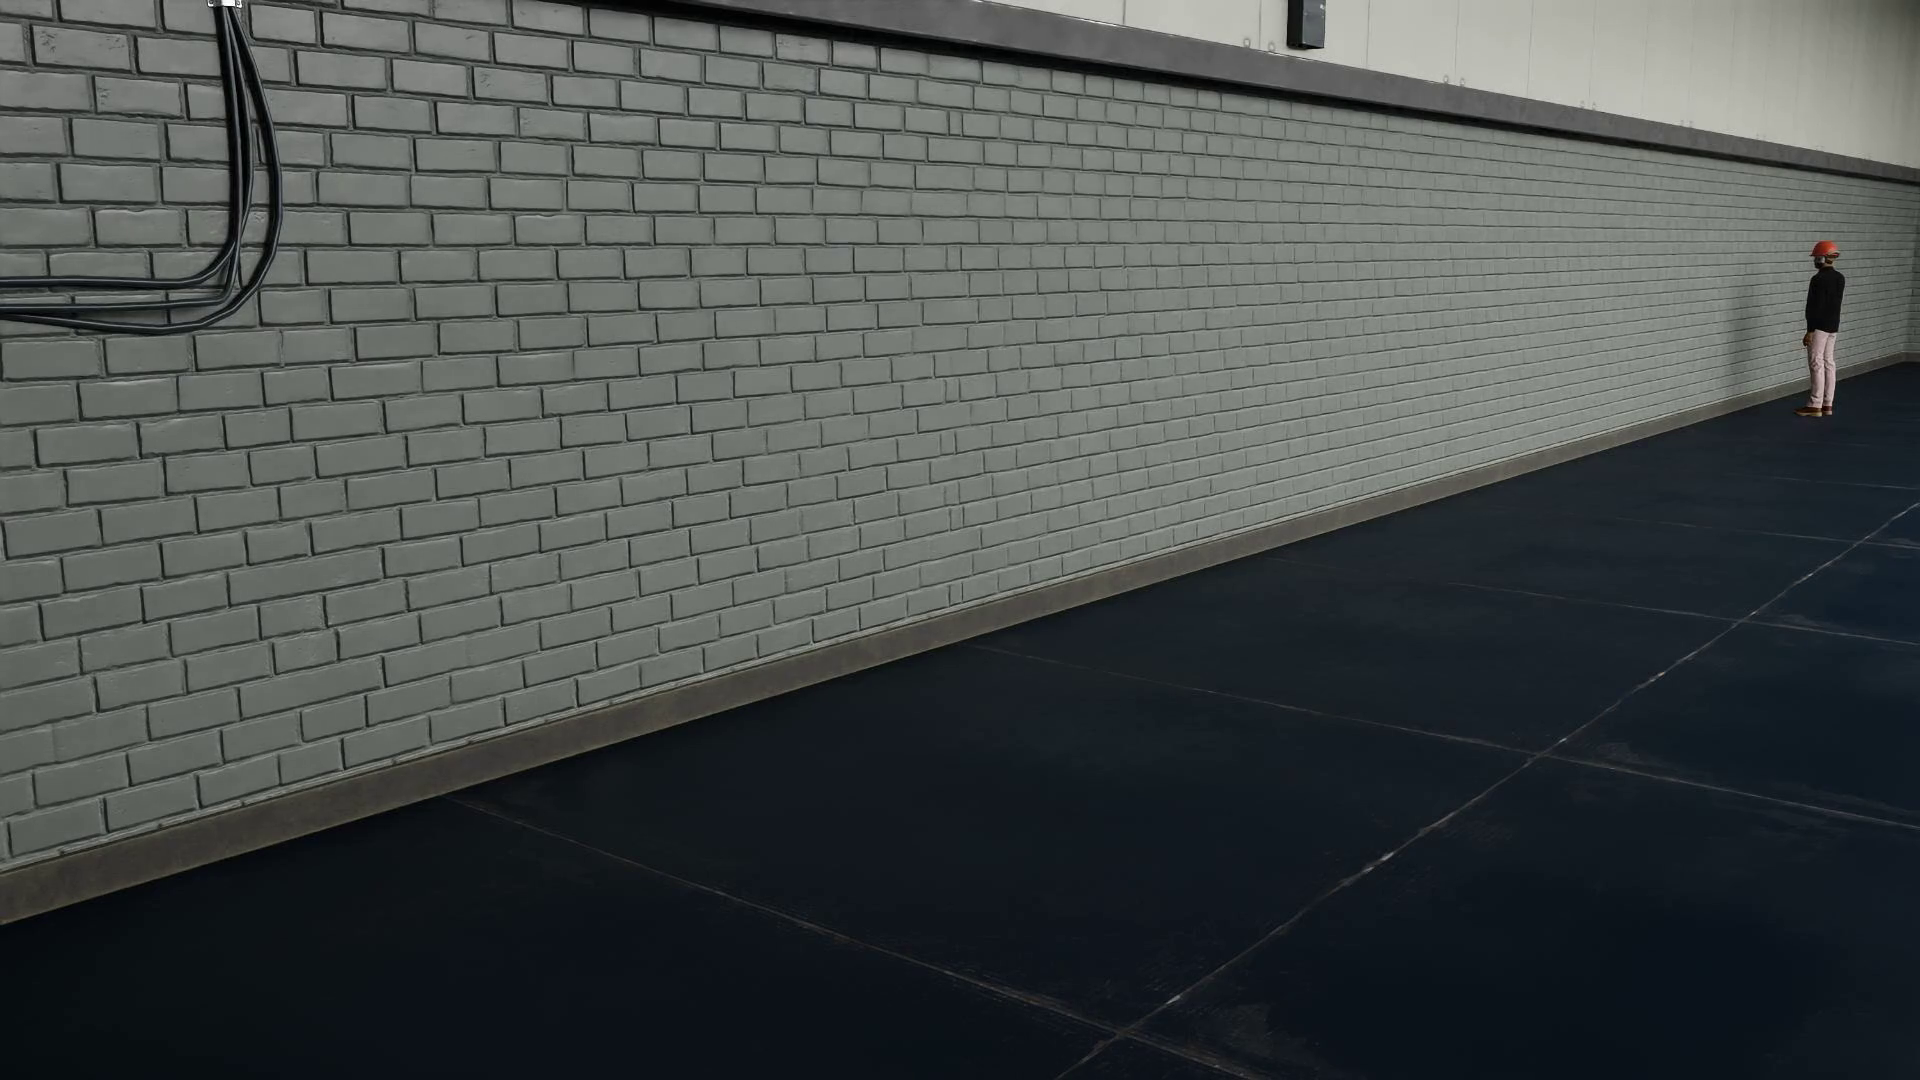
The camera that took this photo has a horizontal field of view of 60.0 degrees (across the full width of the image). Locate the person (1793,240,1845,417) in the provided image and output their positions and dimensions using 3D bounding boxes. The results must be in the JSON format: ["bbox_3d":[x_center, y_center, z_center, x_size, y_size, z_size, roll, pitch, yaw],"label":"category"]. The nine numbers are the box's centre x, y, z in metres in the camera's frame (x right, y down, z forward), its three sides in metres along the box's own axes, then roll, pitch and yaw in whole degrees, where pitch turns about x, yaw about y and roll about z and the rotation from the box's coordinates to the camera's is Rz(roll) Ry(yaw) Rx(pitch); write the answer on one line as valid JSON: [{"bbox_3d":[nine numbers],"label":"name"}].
[{"bbox_3d":[9.850,-2.420,19.049,0.623,1.992,0.396,-8,13,-37],"label":"person"}]
